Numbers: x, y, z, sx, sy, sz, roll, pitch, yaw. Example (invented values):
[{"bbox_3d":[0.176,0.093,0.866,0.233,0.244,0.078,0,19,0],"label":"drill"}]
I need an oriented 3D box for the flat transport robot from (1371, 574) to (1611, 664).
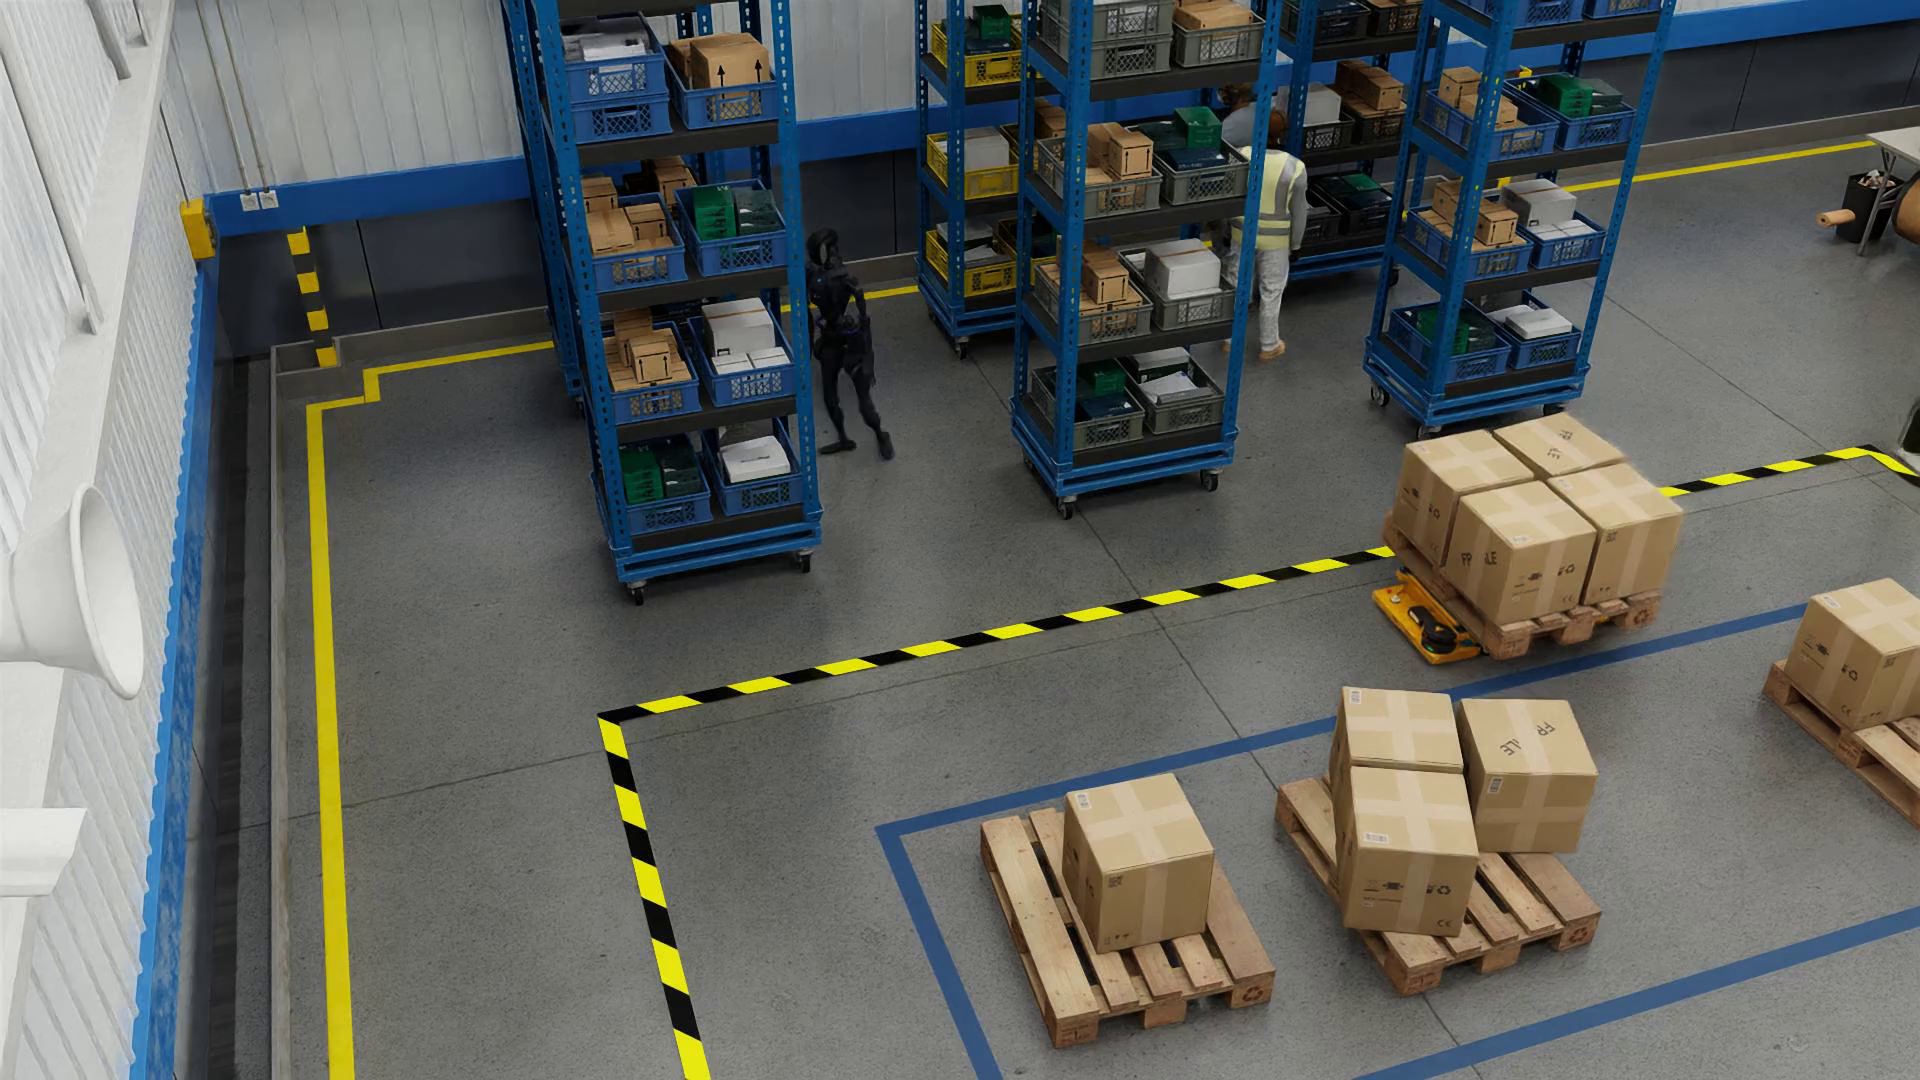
[{"bbox_3d":[3.177,0.313,9.587,1.431,0.197,0.652,-11,37,-15],"label":"flat transport robot"}]

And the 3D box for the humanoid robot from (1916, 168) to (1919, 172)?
[{"bbox_3d":[8.823,-3.906,14.353,0.964,1.778,0.534,-8,36,-12],"label":"humanoid robot"}]

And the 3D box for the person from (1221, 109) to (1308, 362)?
[{"bbox_3d":[2.127,-2.135,11.721,0.624,1.841,0.429,17,39,23],"label":"person"}]

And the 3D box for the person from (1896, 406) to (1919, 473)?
[{"bbox_3d":[6.360,-1.168,10.358,0.607,1.823,0.582,-14,37,-19],"label":"person"}]

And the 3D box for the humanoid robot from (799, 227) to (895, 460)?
[{"bbox_3d":[-0.723,-1.262,10.622,0.590,1.639,0.473,22,41,28],"label":"humanoid robot"}]

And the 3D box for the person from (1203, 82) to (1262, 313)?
[{"bbox_3d":[1.989,-2.500,12.171,0.384,1.927,0.642,24,42,30],"label":"person"}]
